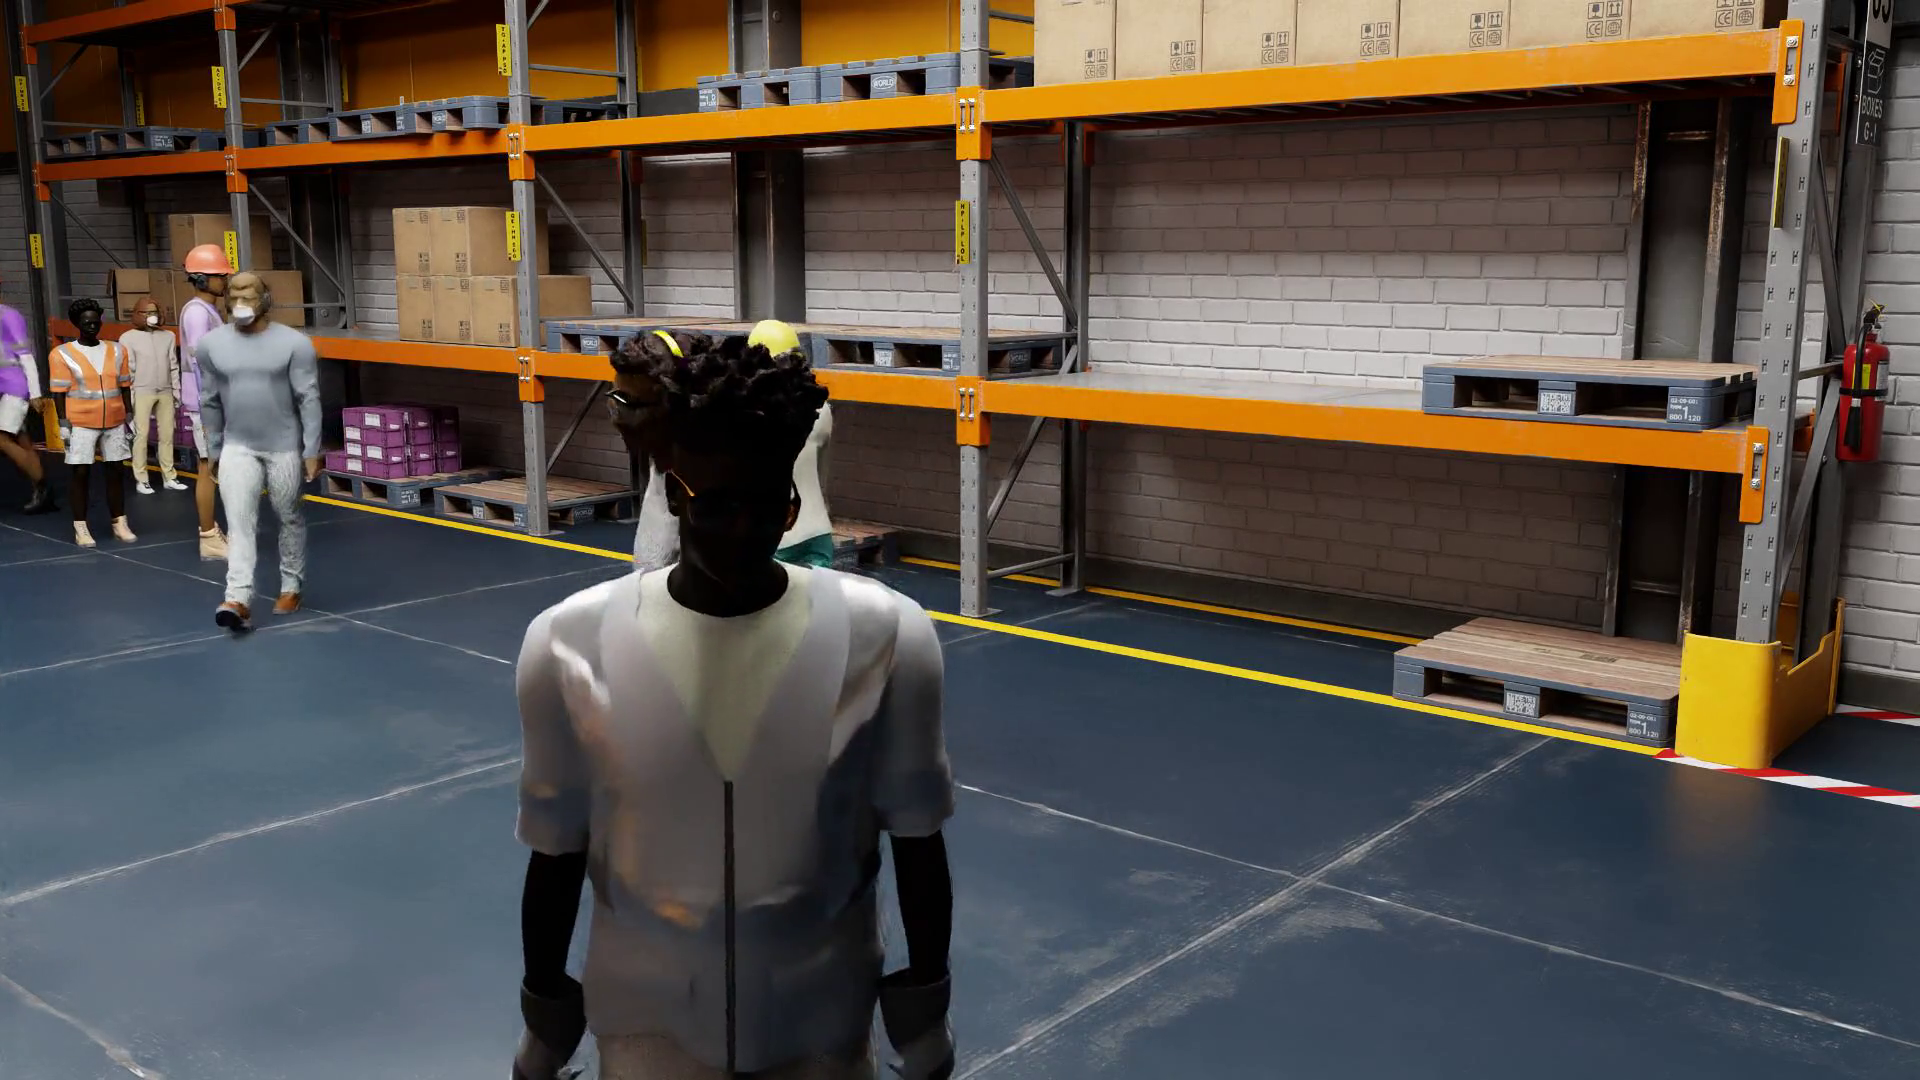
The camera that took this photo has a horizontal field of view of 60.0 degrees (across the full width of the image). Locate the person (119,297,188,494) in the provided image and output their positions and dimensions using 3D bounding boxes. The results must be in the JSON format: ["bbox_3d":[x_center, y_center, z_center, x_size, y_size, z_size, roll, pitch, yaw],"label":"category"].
[{"bbox_3d":[-6.685,-1.193,13.769,0.282,1.626,0.491,6,12,31],"label":"person"}]

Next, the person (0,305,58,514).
[{"bbox_3d":[-7.184,-1.121,12.549,0.566,1.902,0.574,8,13,40],"label":"person"}]

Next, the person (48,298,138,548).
[{"bbox_3d":[-5.877,-0.790,11.290,0.321,1.690,0.525,8,13,38],"label":"person"}]

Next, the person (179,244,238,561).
[{"bbox_3d":[-4.855,-0.891,10.845,0.397,2.043,0.608,-4,11,-21],"label":"person"}]

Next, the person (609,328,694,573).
[{"bbox_3d":[-0.600,0.419,3.946,0.474,1.847,0.552,-4,11,-22],"label":"person"}]

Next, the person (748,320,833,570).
[{"bbox_3d":[-0.745,-0.012,6.720,0.603,1.749,0.535,9,14,43],"label":"person"}]

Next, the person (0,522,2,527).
[{"bbox_3d":[-7.195,-0.899,11.879,0.540,1.696,0.315,1,10,4],"label":"person"}]

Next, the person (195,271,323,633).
[{"bbox_3d":[-3.739,-0.466,8.857,0.655,1.888,0.985,-1,10,-8],"label":"person"}]

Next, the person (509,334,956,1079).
[{"bbox_3d":[-0.338,0.640,2.508,0.656,1.923,0.917,-1,10,-6],"label":"person"}]
